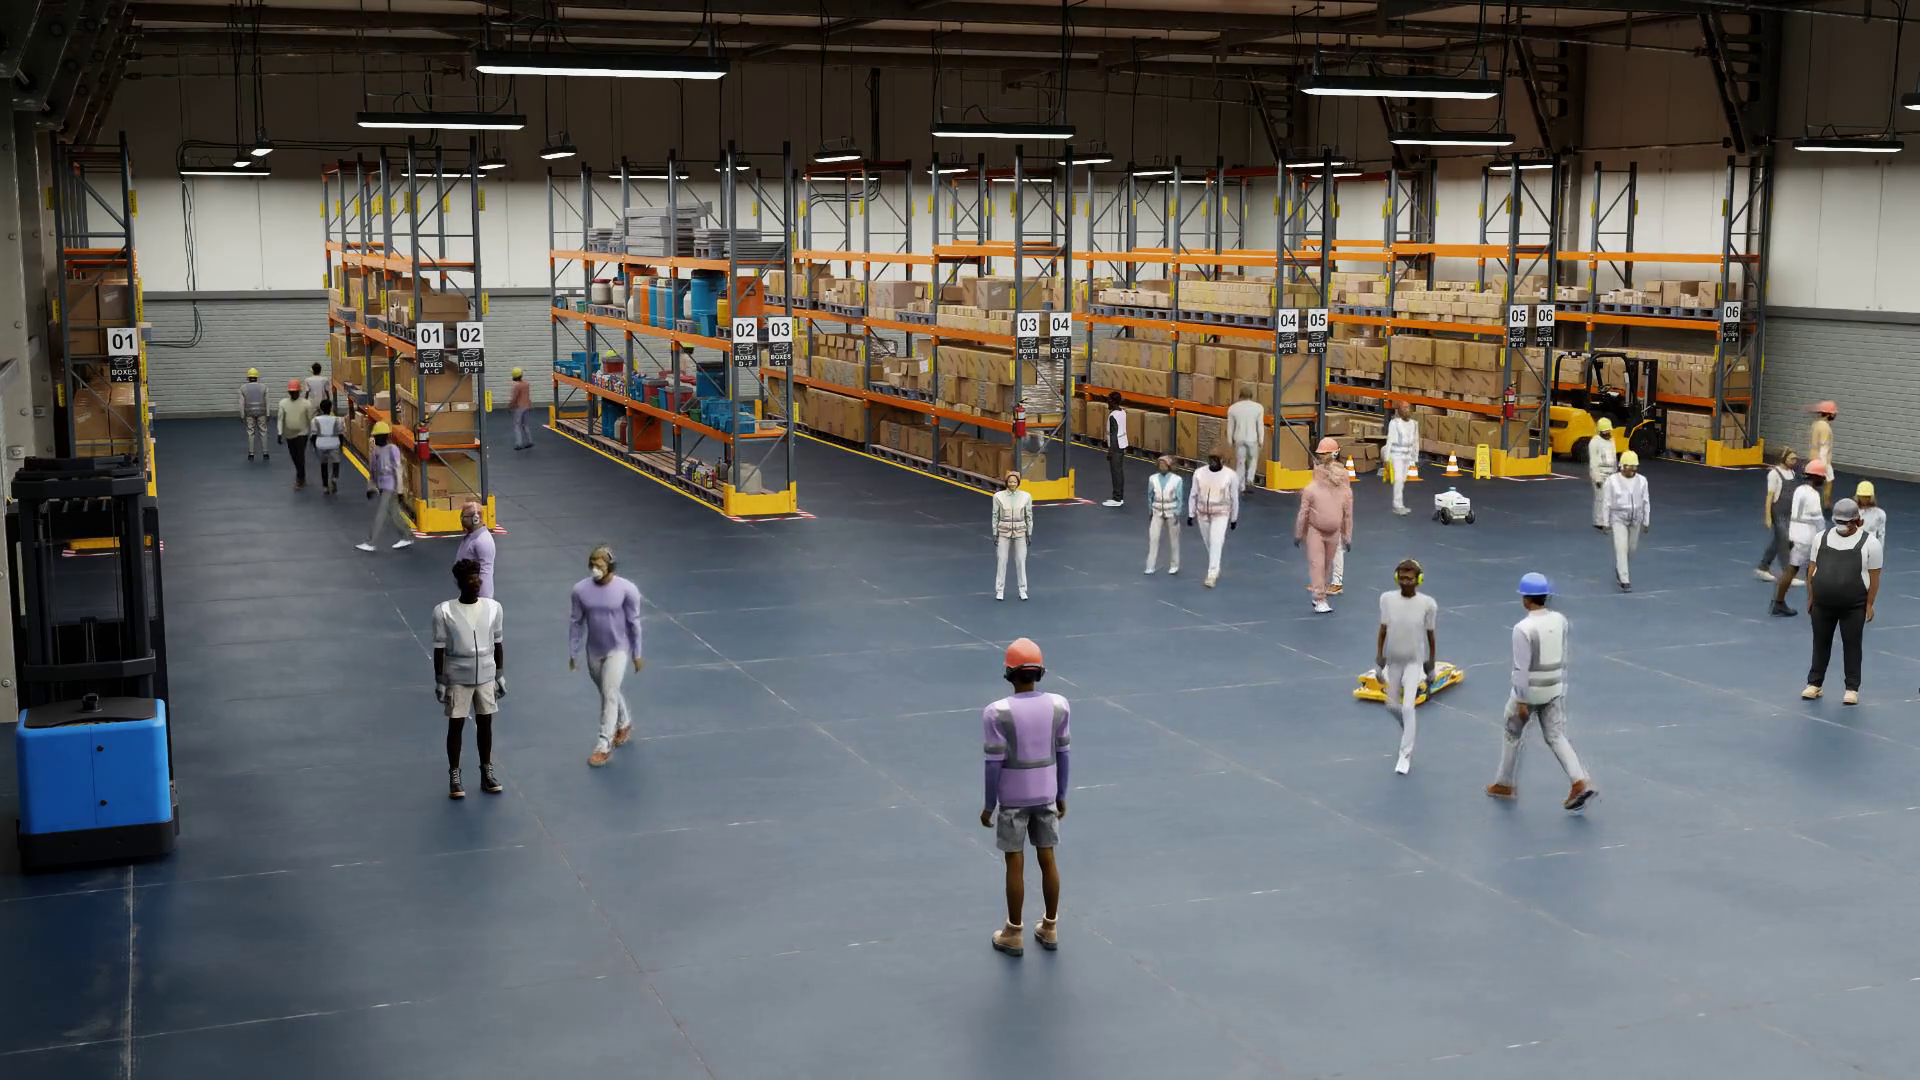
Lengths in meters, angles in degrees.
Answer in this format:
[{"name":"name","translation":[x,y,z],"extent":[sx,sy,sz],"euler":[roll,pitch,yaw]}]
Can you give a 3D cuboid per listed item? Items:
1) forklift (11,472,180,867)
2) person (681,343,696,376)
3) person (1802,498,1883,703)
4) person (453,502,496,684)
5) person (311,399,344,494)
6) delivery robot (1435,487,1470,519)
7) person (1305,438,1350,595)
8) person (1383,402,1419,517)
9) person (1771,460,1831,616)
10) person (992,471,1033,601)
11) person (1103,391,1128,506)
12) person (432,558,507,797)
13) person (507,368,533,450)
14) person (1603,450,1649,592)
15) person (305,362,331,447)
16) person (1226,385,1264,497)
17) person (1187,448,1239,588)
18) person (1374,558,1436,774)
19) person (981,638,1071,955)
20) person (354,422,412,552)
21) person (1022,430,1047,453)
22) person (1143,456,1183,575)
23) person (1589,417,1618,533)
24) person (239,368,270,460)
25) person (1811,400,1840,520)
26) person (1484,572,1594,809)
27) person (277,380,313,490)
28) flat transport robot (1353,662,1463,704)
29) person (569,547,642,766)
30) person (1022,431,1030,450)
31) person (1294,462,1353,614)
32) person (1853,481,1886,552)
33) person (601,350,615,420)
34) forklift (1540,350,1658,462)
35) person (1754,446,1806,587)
[{"name":"forklift","translation":[-6.630,0.886,15.957],"extent":[1.129,2.768,1.873],"euler":[-3,9,-21]},{"name":"person","translation":[-6.647,-3.888,50.848],"extent":[0.538,1.912,0.609],"euler":[-3,9,-21]},{"name":"person","translation":[8.669,0.602,20.635],"extent":[0.676,2.000,0.536],"euler":[7,11,38]},{"name":"person","translation":[-4.923,0.557,21.226],"extent":[0.410,1.912,0.643],"euler":[-4,9,-26]},{"name":"person","translation":[-11.027,-1.623,36.530],"extent":[0.538,1.685,0.566],"euler":[-2,9,-15]},{"name":"delivery robot","translation":[7.814,-0.593,33.222],"extent":[0.477,0.478,0.707],"euler":[-1,9,-9]},{"name":"person","translation":[4.689,-0.311,26.729],"extent":[0.394,1.992,0.622],"euler":[-6,11,-37]},{"name":"person","translation":[7.181,-1.316,33.922],"extent":[0.646,1.855,0.647],"euler":[-5,10,-30]},{"name":"person","translation":[10.253,-0.017,25.107],"extent":[0.990,1.884,0.546],"euler":[1,9,9]},{"name":"person","translation":[0.655,-0.057,26.258],"extent":[0.513,1.630,0.318],"euler":[0,9,-1]},{"name":"person","translation":[2.622,-1.538,35.172],"extent":[0.392,1.919,0.591],"euler":[3,9,17]},{"name":"person","translation":[-4.039,1.122,17.272],"extent":[0.613,1.965,0.361],"euler":[-5,10,-32]},{"name":"person","translation":[-9.222,-2.756,43.964],"extent":[0.341,1.722,0.594],"euler":[3,9,21]},{"name":"person","translation":[8.628,-0.279,27.163],"extent":[0.608,1.807,0.833],"euler":[-1,9,-7]},{"name":"person","translation":[-13.443,-2.808,43.879],"extent":[0.528,1.850,0.549],"euler":[-3,9,-22]},{"name":"person","translation":[4.964,-1.726,36.402],"extent":[0.667,1.919,0.583],"euler":[2,9,14]},{"name":"person","translation":[3.339,-0.326,27.514],"extent":[0.625,1.800,0.959],"euler":[4,10,27]},{"name":"person","translation":[3.879,1.049,18.169],"extent":[0.517,1.843,0.719],"euler":[4,10,27]},{"name":"person","translation":[0.415,1.644,13.531],"extent":[0.605,2.045,0.382],"euler":[-3,9,-22]},{"name":"person","translation":[-8.336,-0.774,30.210],"extent":[0.609,1.870,0.979],"euler":[8,12,43]},{"name":"person","translation":[1.502,-2.757,43.558],"extent":[0.576,1.845,0.948],"euler":[-4,9,-23]},{"name":"person","translation":[2.729,-0.316,28.051],"extent":[0.528,1.607,0.797],"euler":[4,9,26]},{"name":"person","translation":[9.811,-0.986,31.916],"extent":[0.632,1.789,0.453],"euler":[-7,11,-38]},{"name":"person","translation":[-14.174,-2.538,42.111],"extent":[0.586,1.835,0.403],"euler":[-3,9,-21]},{"name":"person","translation":[13.704,-1.287,33.492],"extent":[0.774,1.918,0.545],"euler":[1,9,4]},{"name":"person","translation":[4.702,1.213,16.882],"extent":[0.598,1.919,0.941],"euler":[-5,10,-29]},{"name":"person","translation":[-11.921,-1.924,37.672],"extent":[0.614,1.954,0.996],"euler":[0,9,0]},{"name":"flat transport robot","translation":[4.538,1.404,21.160],"extent":[0.652,0.197,1.431],"euler":[5,10,31]},{"name":"person","translation":[-3.106,0.970,18.542],"extent":[0.643,1.897,0.994],"euler":[3,9,16]},{"name":"person","translation":[1.187,-2.328,40.678],"extent":[0.526,1.846,0.632],"euler":[-3,9,-19]},{"name":"person","translation":[4.458,-0.034,25.438],"extent":[0.676,1.845,0.932],"euler":[-3,9,-18]},{"name":"person","translation":[10.598,0.142,24.610],"extent":[0.493,1.726,0.686],"euler":[5,10,28]},{"name":"person","translation":[-8.446,-3.761,50.700],"extent":[0.962,1.702,0.552],"euler":[-7,11,-39]},{"name":"forklift","translation":[12.897,-2.725,42.309],"extent":[2.313,2.155,1.214],"euler":[-3,9,-21]},{"name":"person","translation":[10.786,-0.330,27.463],"extent":[0.529,1.818,0.795],"euler":[-6,11,-37]}]
